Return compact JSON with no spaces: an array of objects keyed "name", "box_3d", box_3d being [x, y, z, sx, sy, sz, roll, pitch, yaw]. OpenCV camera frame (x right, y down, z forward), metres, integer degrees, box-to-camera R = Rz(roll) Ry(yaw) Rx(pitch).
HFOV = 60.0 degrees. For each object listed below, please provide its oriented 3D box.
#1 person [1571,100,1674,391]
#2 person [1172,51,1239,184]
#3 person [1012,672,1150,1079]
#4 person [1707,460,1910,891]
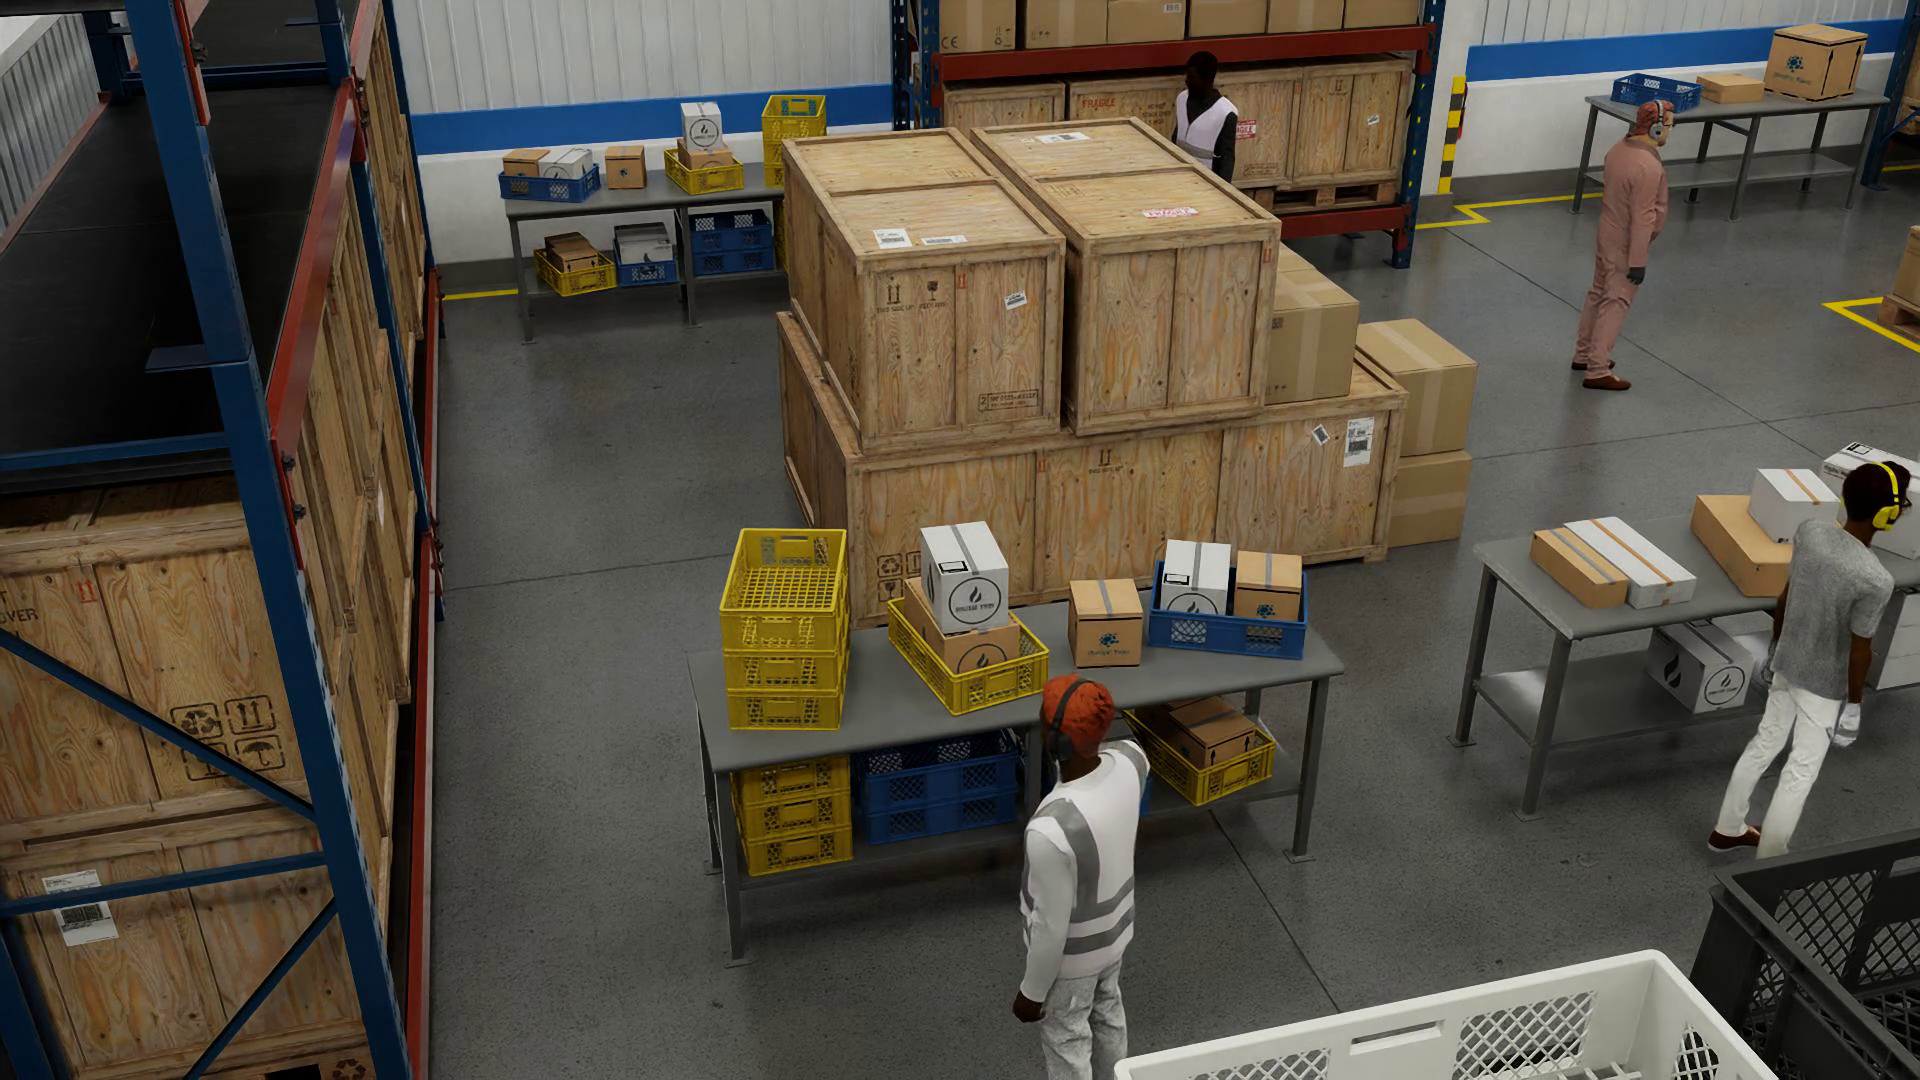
[{"name":"person","box_3d":[4.389,-1.933,10.925,0.403,1.900,0.645,1,29,2]},{"name":"person","box_3d":[1.745,-2.592,12.104,0.393,1.915,0.587,-19,34,-30]},{"name":"person","box_3d":[0.361,1.237,5.185,0.338,1.880,0.581,18,33,29]},{"name":"person","box_3d":[3.321,0.542,6.472,0.316,1.861,0.516,-6,29,-10]}]
